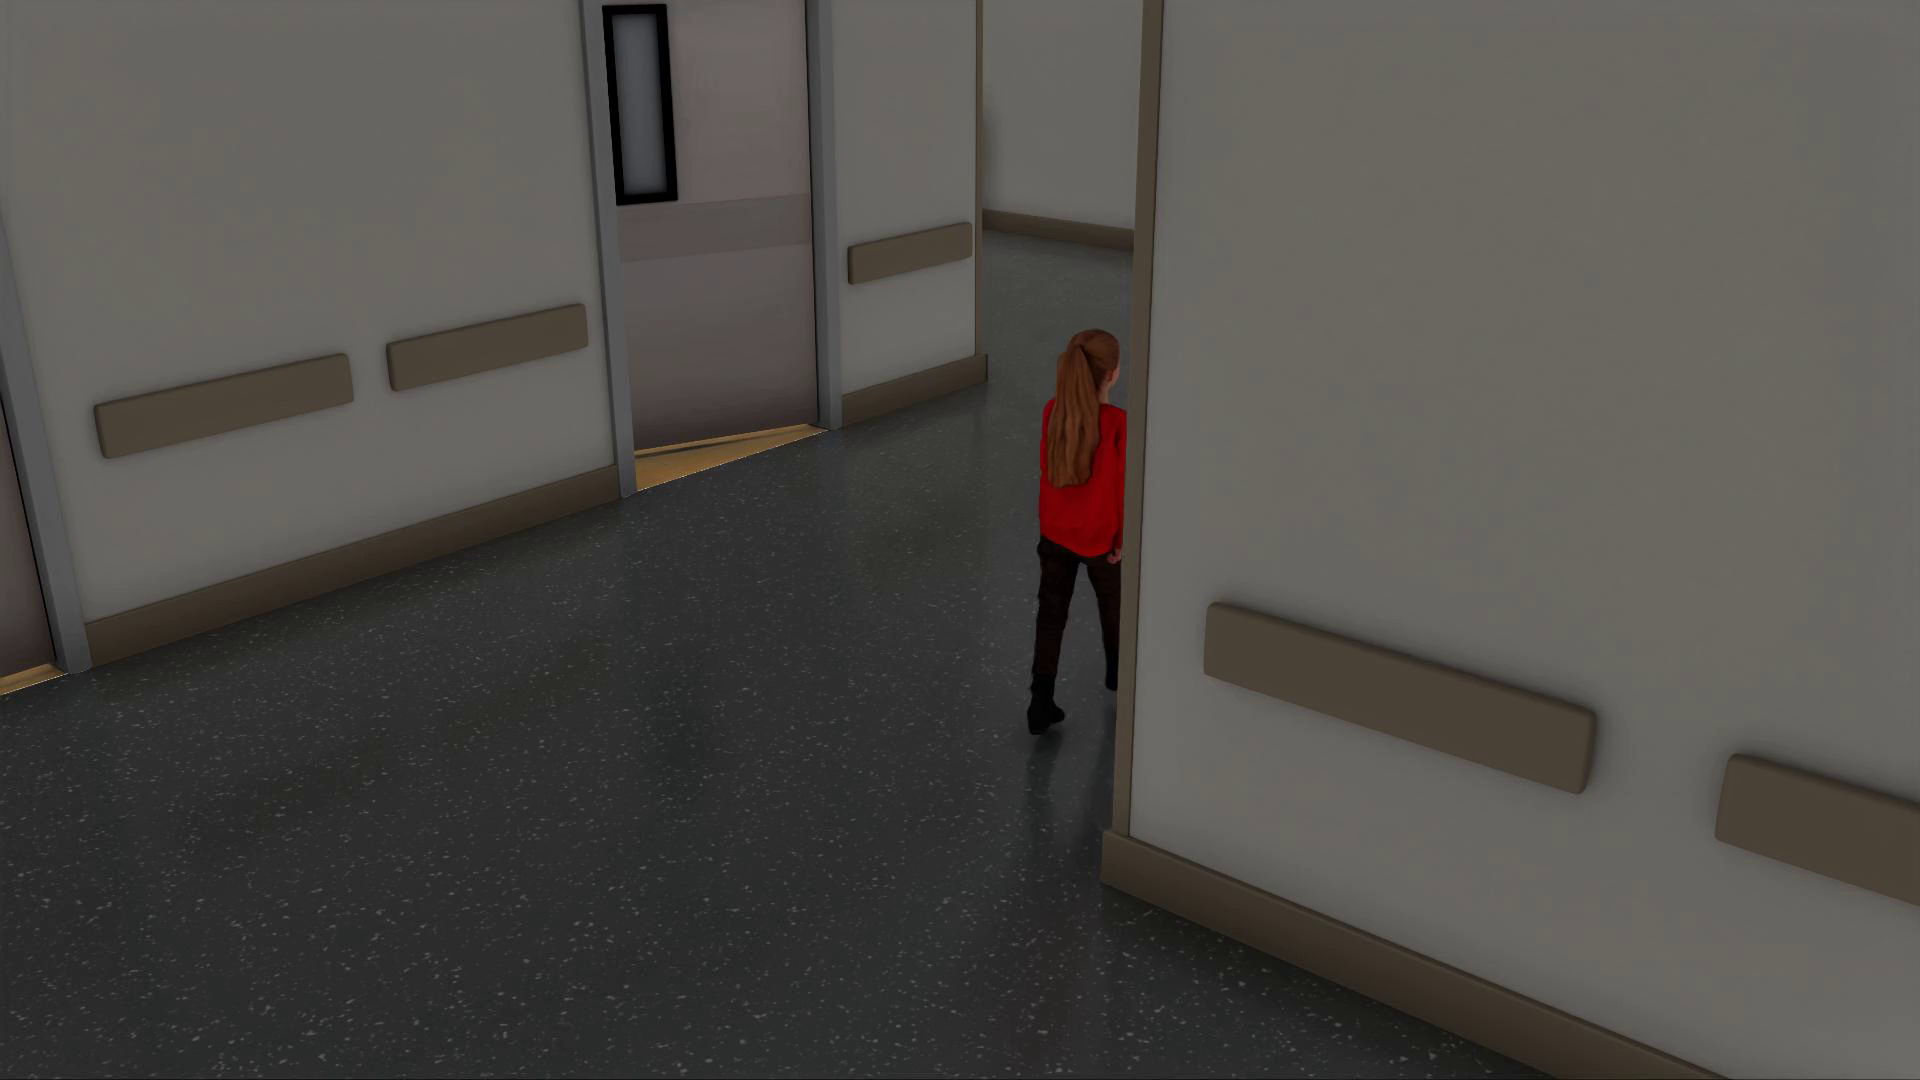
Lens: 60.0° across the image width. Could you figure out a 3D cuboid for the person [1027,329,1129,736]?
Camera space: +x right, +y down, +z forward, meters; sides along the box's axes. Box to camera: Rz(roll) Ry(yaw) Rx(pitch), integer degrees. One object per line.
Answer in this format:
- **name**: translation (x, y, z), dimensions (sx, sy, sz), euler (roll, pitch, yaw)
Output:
- **person**: translation (0.347, 0.001, 5.135), dimensions (0.644, 1.255, 0.942), euler (10, 23, 24)
